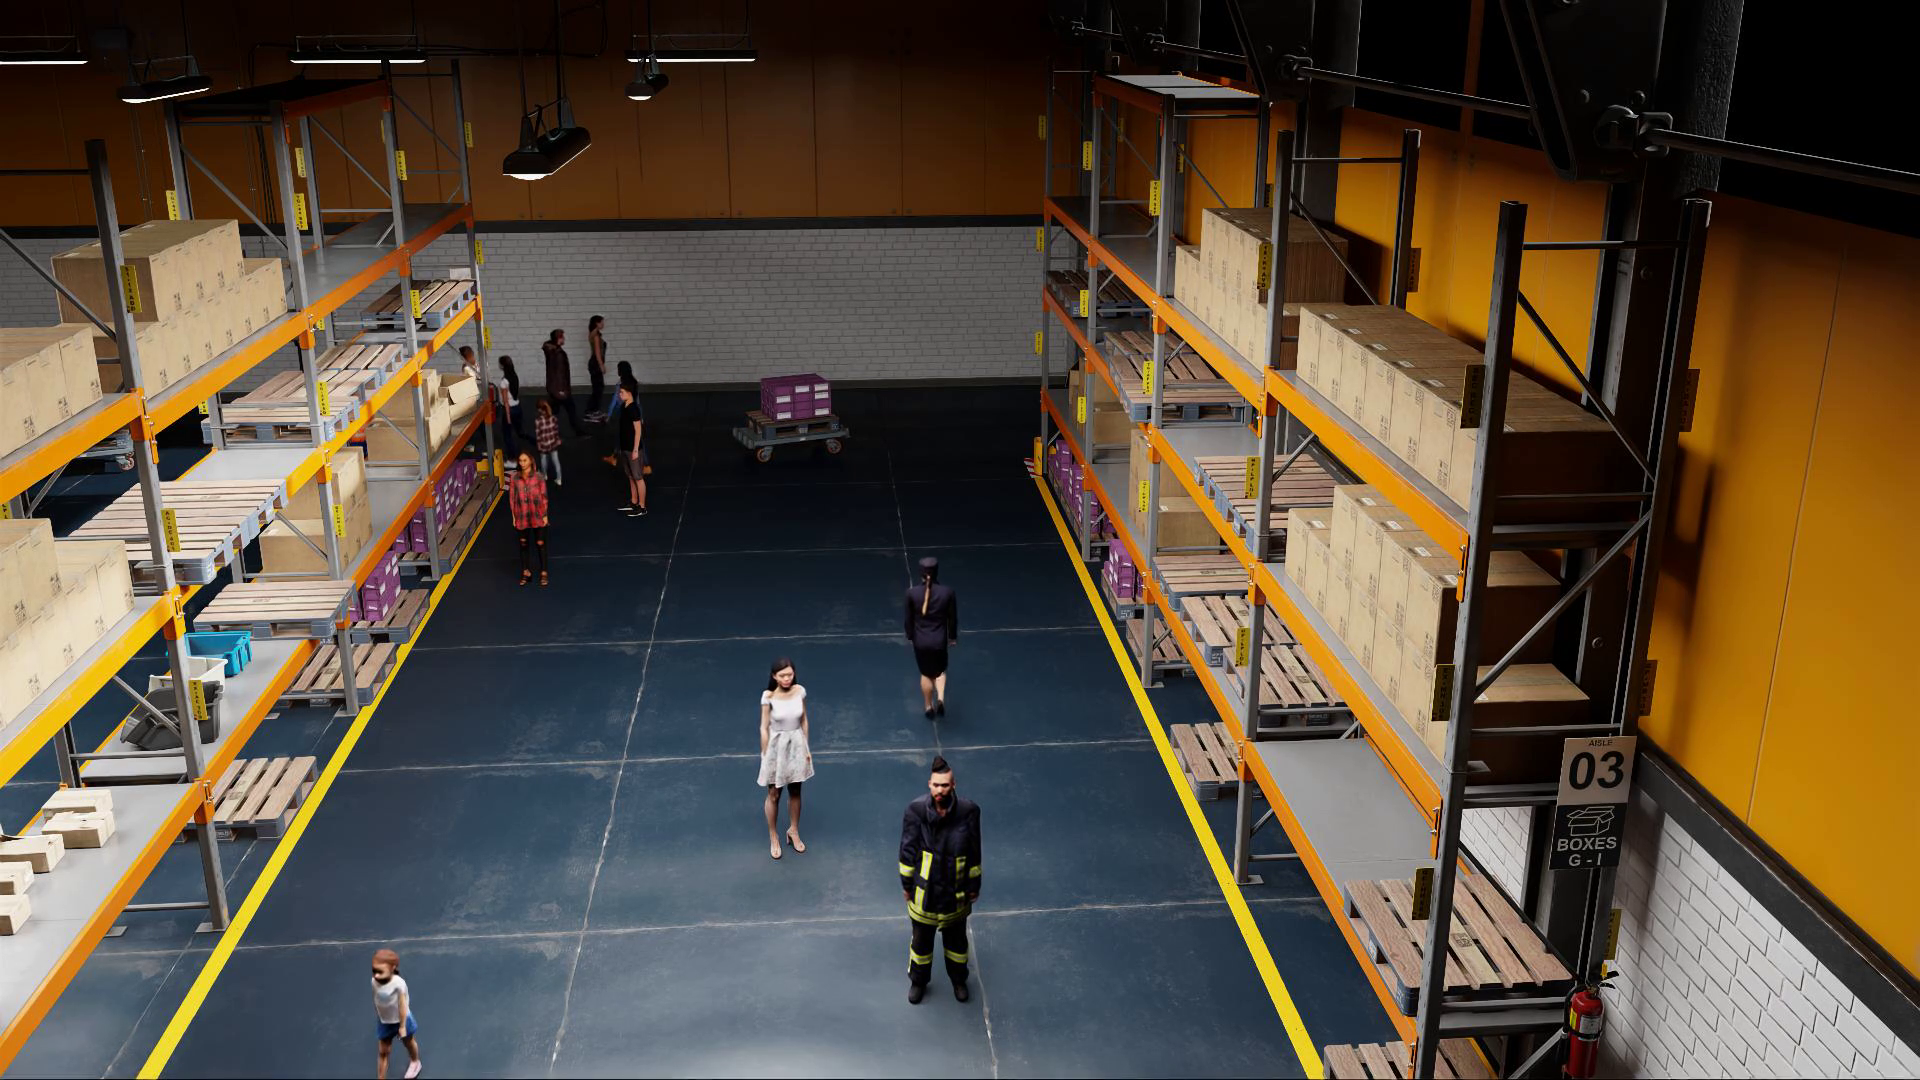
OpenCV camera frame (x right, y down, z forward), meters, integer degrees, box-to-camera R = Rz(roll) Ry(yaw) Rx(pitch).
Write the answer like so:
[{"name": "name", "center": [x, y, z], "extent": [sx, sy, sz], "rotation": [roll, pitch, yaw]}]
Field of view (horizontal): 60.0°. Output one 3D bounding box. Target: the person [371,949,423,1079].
[{"name": "person", "center": [-3.716, 3.142, 11.039], "extent": [0.559, 0.999, 0.721], "rotation": [4, 19, 13]}]

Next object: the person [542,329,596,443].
[{"name": "person", "center": [-6.399, -2.382, 26.169], "extent": [1.100, 1.813, 1.111], "rotation": [-11, 22, -30]}]

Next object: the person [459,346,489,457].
[{"name": "person", "center": [-7.318, -2.089, 25.391], "extent": [0.729, 1.755, 0.852], "rotation": [2, 19, 5]}]

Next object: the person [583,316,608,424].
[{"name": "person", "center": [-6.053, -2.857, 27.670], "extent": [0.996, 1.755, 0.796], "rotation": [-7, 20, -19]}]

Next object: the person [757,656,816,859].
[{"name": "person", "center": [-1.450, 1.795, 13.827], "extent": [0.747, 1.774, 0.764], "rotation": [-9, 21, -26]}]

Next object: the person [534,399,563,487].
[{"name": "person", "center": [-5.927, -1.383, 24.053], "extent": [0.840, 1.270, 1.020], "rotation": [-13, 22, -33]}]

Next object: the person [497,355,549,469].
[{"name": "person", "center": [-6.575, -1.868, 24.752], "extent": [0.880, 1.744, 1.051], "rotation": [5, 19, 14]}]

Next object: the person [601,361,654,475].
[{"name": "person", "center": [-4.811, -1.770, 24.578], "extent": [1.003, 1.669, 1.185], "rotation": [6, 19, 17]}]

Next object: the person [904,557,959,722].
[{"name": "person", "center": [-0.297, 1.018, 16.307], "extent": [0.684, 1.663, 0.675], "rotation": [-2, 19, -5]}]

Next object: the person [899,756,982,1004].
[{"name": "person", "center": [-0.135, 2.409, 11.870], "extent": [0.755, 1.860, 0.689], "rotation": [0, 19, -1]}]

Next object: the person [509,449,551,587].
[{"name": "person", "center": [-5.186, -0.276, 20.089], "extent": [0.628, 1.702, 0.578], "rotation": [0, 19, 0]}]

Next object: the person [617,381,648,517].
[{"name": "person", "center": [-4.494, -1.274, 22.803], "extent": [0.832, 1.862, 0.695], "rotation": [-12, 22, -31]}]
